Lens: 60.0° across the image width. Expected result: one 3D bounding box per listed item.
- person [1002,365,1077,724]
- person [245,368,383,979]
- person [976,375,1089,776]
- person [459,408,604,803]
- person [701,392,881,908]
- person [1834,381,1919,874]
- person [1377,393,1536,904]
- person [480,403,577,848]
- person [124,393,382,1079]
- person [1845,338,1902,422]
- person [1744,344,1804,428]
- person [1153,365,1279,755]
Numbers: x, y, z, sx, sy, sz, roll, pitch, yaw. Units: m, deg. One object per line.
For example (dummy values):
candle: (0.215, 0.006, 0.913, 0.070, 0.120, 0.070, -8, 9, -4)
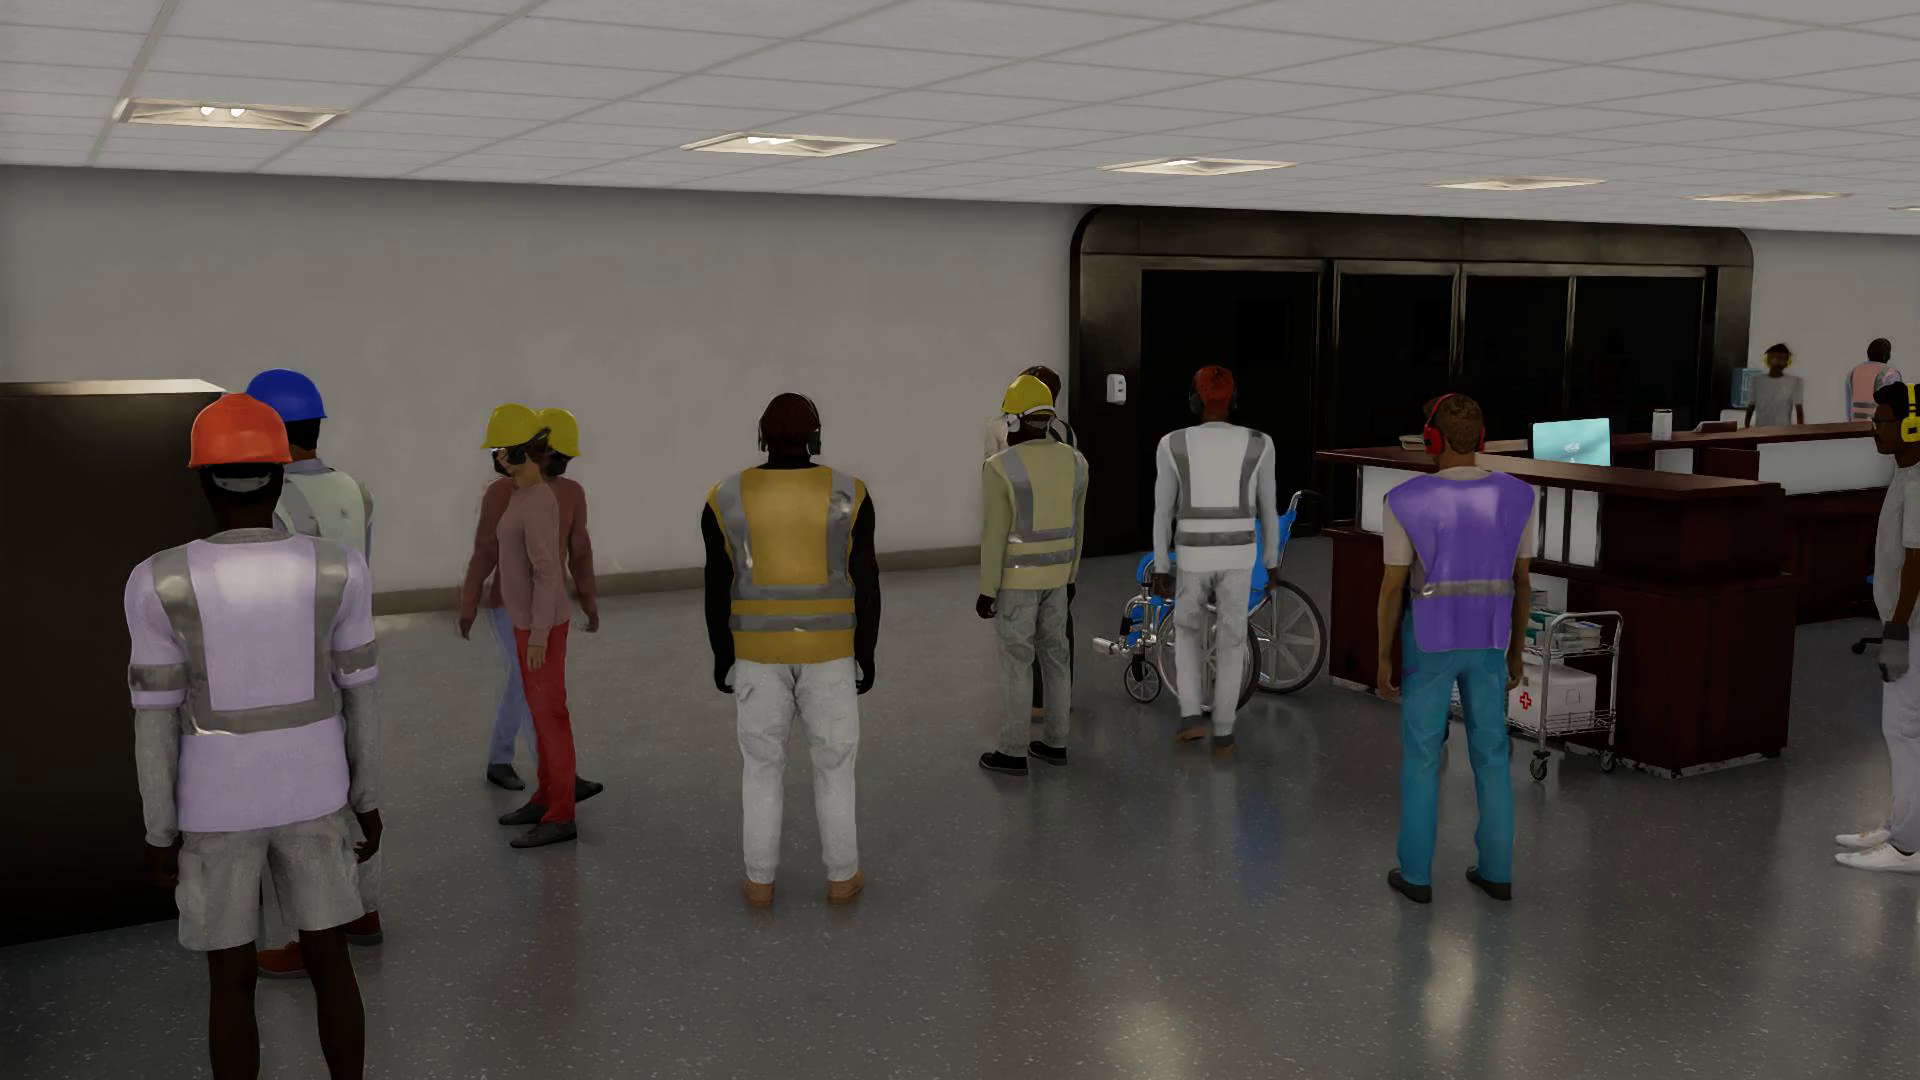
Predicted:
person: (0.419, 0.023, 8.606, 0.330, 1.844, 0.520, 4, 9, 28)
person: (-2.099, 0.424, 5.345, 0.397, 1.944, 0.617, 1, 8, 9)
person: (0.311, 0.163, 7.648, 0.590, 1.833, 0.404, -6, 10, -39)
person: (-1.813, 0.288, 7.175, 0.890, 1.699, 0.582, 6, 10, 36)
person: (-0.592, 0.397, 5.931, 0.623, 1.844, 0.429, 0, 8, -3)
person: (3.577, 0.333, 6.325, 0.326, 1.863, 0.508, 4, 9, 29)
person: (1.774, 0.397, 5.959, 0.571, 1.835, 0.382, -1, 8, -6)
person: (-1.717, 0.338, 6.637, 0.329, 1.764, 0.524, -3, 8, -19)
person: (-1.679, 0.616, 4.001, 0.552, 1.932, 0.377, -5, 9, -31)
person: (9.386, -1.143, 17.061, 0.429, 1.847, 0.625, -3, 8, -19)
person: (7.715, -0.954, 15.819, 0.514, 1.805, 1.015, 4, 9, 25)
person: (1.232, 0.102, 7.962, 0.615, 1.872, 0.404, 1, 8, 9)
